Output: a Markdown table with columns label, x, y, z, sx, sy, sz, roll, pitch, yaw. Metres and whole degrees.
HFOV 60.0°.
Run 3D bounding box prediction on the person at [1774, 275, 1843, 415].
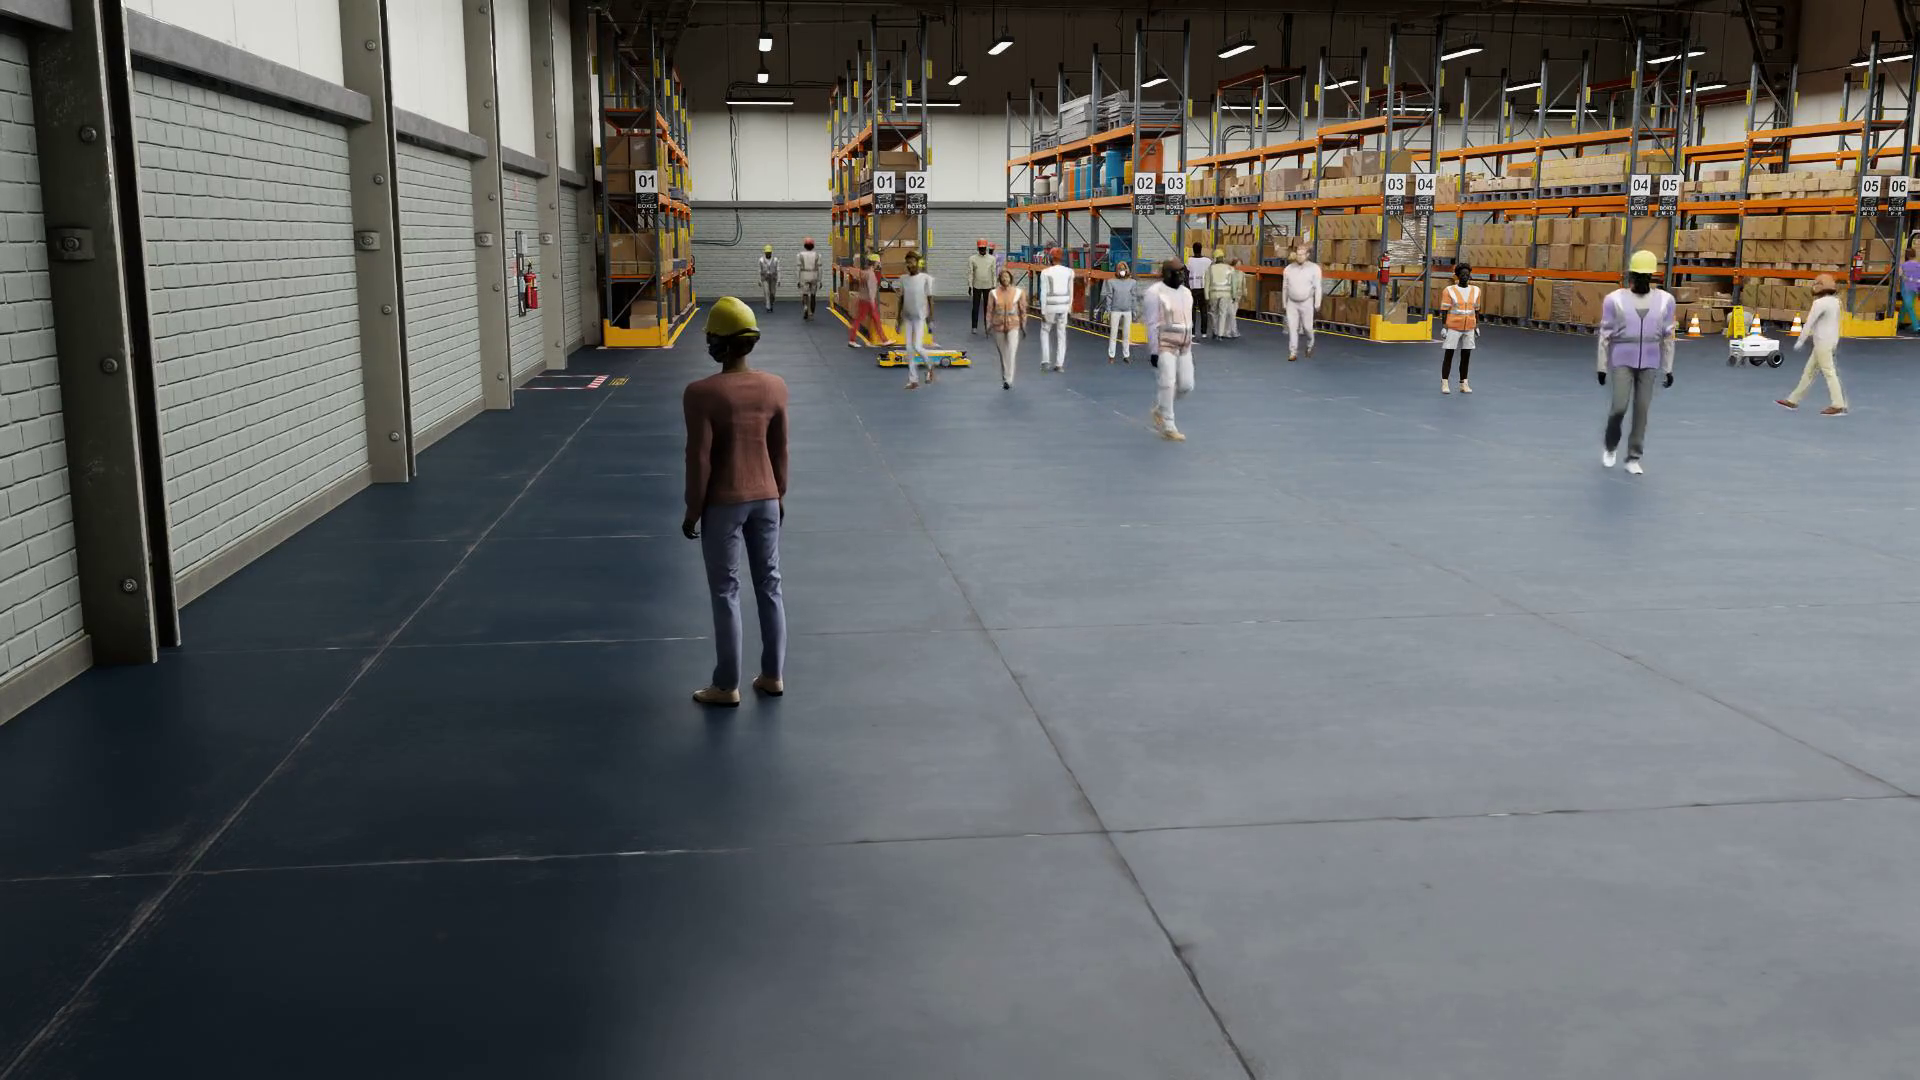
| label | x | y | z | sx | sy | sz | roll | pitch | yaw |
| --- | --- | --- | --- | --- | --- | --- | --- | --- | --- |
| person | 9.793 | -2.235 | 19.080 | 0.507 | 1.584 | 0.858 | -10 | 14 | -44 |

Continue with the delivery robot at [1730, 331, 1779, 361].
| label | x | y | z | sx | sy | sz | roll | pitch | yaw |
| --- | --- | --- | --- | --- | --- | --- | --- | --- | --- |
| delivery robot | 12.387 | -3.014 | 25.937 | 0.707 | 0.478 | 0.477 | -3 | 11 | -14 |

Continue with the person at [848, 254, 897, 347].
| label | x | y | z | sx | sy | sz | roll | pitch | yaw |
| --- | --- | --- | --- | --- | --- | --- | --- | --- | --- |
| person | -1.639 | -4.380 | 30.508 | 0.919 | 1.700 | 0.629 | 1 | 10 | 6 |

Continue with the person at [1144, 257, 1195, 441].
| label | x | y | z | sx | sy | sz | roll | pitch | yaw |
| --- | --- | --- | --- | --- | --- | --- | --- | --- | --- |
| person | 2.091 | -1.911 | 16.658 | 0.637 | 1.825 | 0.518 | -8 | 13 | -38 |

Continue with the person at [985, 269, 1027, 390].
| label | x | y | z | sx | sy | sz | roll | pitch | yaw |
| --- | --- | --- | --- | --- | --- | --- | --- | --- | --- |
| person | 0.607 | -2.814 | 22.222 | 0.538 | 1.588 | 0.876 | 2 | 11 | 10 |

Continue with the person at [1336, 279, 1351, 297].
| label | x | y | z | sx | sy | sz | roll | pitch | yaw |
| --- | --- | --- | --- | --- | --- | --- | --- | --- | --- |
| person | 10.623 | -7.281 | 46.031 | 0.515 | 1.852 | 0.446 | -2 | 10 | -8 |

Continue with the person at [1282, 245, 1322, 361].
| label | x | y | z | sx | sy | sz | roll | pitch | yaw |
| --- | --- | --- | --- | --- | --- | --- | --- | --- | --- |
| person | 5.621 | -3.896 | 27.370 | 0.650 | 1.888 | 0.654 | 5 | 11 | 23 |

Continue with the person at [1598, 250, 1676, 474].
| label | x | y | z | sx | sy | sz | roll | pitch | yaw |
| --- | --- | --- | --- | --- | --- | --- | --- | --- | --- |
| person | 5.791 | -1.510 | 14.235 | 0.599 | 1.911 | 0.431 | 1 | 10 | 7 |

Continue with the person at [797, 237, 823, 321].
| label | x | y | z | sx | sy | sz | roll | pitch | yaw |
| --- | --- | --- | --- | --- | --- | --- | --- | --- | --- |
| person | -3.626 | -6.295 | 40.148 | 0.625 | 2.031 | 0.507 | -1 | 10 | -4 |

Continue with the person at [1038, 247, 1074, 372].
| label | x | y | z | sx | sy | sz | roll | pitch | yaw |
| --- | --- | --- | --- | --- | --- | --- | --- | --- | --- |
| person | 1.421 | -3.466 | 25.074 | 0.587 | 1.868 | 0.584 | -4 | 11 | -20 |

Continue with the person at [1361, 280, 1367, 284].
| label | x | y | z | sx | sy | sz | roll | pitch | yaw |
| --- | --- | --- | --- | --- | --- | --- | --- | --- | --- |
| person | 12.290 | -8.063 | 50.080 | 0.635 | 1.936 | 0.354 | -1 | 10 | -7 |

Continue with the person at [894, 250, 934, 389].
| label | x | y | z | sx | sy | sz | roll | pitch | yaw |
| --- | --- | --- | --- | --- | --- | --- | --- | --- | --- |
| person | -0.603 | -2.942 | 22.258 | 0.506 | 1.848 | 0.447 | 6 | 12 | 30 |

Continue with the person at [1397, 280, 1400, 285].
| label | x | y | z | sx | sy | sz | roll | pitch | yaw |
| --- | --- | --- | --- | --- | --- | --- | --- | --- | --- |
| person | 13.853 | -8.479 | 52.281 | 0.957 | 1.954 | 0.639 | 6 | 12 | 29 |

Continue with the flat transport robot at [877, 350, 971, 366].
| label | x | y | z | sx | sy | sz | roll | pitch | yaw |
| --- | --- | --- | --- | --- | --- | --- | --- | --- | --- |
| flat transport robot | -0.576 | -2.871 | 26.185 | 1.431 | 0.197 | 0.652 | -1 | 10 | -7 |

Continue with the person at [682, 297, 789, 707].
| label | x | y | z | sx | sy | sz | roll | pitch | yaw |
| --- | --- | --- | --- | --- | --- | --- | --- | --- | --- |
| person | -0.971 | -0.161 | 7.223 | 0.530 | 1.772 | 0.303 | -9 | 14 | -41 |

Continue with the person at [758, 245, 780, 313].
| label | x | y | z | sx | sy | sz | roll | pitch | yaw |
| --- | --- | --- | --- | --- | --- | --- | --- | --- | --- |
| person | -5.127 | -7.003 | 44.619 | 0.602 | 1.809 | 0.700 | -2 | 11 | -12 |

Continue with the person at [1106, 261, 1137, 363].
| label | x | y | z | sx | sy | sz | roll | pitch | yaw |
| --- | --- | --- | --- | --- | --- | --- | --- | --- | --- |
| person | 2.596 | -3.655 | 26.745 | 0.507 | 1.632 | 0.264 | -1 | 10 | -7 |

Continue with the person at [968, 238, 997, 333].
| label | x | y | z | sx | sy | sz | roll | pitch | yaw |
| --- | --- | --- | --- | --- | --- | --- | --- | --- | --- |
| person | 0.472 | -5.334 | 34.960 | 0.622 | 1.992 | 0.394 | -1 | 10 | -7 |

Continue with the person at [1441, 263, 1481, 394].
| label | x | y | z | sx | sy | sz | roll | pitch | yaw |
| --- | --- | --- | --- | --- | --- | --- | --- | --- | --- |
| person | 6.479 | -2.736 | 21.534 | 0.540 | 1.695 | 0.317 | -1 | 10 | -7 |

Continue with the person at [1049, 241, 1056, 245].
| label | x | y | z | sx | sy | sz | roll | pitch | yaw |
| --- | --- | --- | --- | --- | --- | --- | --- | --- | --- |
| person | 2.653 | -7.701 | 48.194 | 0.520 | 1.902 | 0.646 | 10 | 14 | 44 |

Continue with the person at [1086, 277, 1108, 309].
| label | x | y | z | sx | sy | sz | roll | pitch | yaw |
| --- | --- | --- | --- | --- | --- | --- | --- | --- | --- |
| person | 3.553 | -6.716 | 43.117 | 0.524 | 1.793 | 1.005 | -2 | 10 | -8 |

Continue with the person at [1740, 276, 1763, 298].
| label | x | y | z | sx | sy | sz | roll | pitch | yaw |
| --- | --- | --- | --- | --- | --- | --- | --- | --- | --- |
| person | 19.071 | -6.162 | 40.032 | 0.634 | 1.809 | 0.922 | -1 | 10 | -7 |

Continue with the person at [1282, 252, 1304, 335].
| label | x | y | z | sx | sy | sz | roll | pitch | yaw |
| --- | --- | --- | --- | --- | --- | --- | --- | --- | --- |
| person | 6.960 | -5.130 | 34.624 | 0.492 | 1.717 | 0.803 | -2 | 10 | -10 |

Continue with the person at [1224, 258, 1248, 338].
| label | x | y | z | sx | sy | sz | roll | pitch | yaw |
| --- | --- | --- | --- | --- | --- | --- | --- | --- | --- |
| person | 5.512 | -4.808 | 33.128 | 0.518 | 1.599 | 0.811 | -6 | 12 | -29 |

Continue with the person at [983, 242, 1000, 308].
| label | x | y | z | sx | sy | sz | roll | pitch | yaw |
| --- | --- | --- | --- | --- | --- | --- | --- | --- | --- |
| person | 0.892 | -7.652 | 47.969 | 0.555 | 1.902 | 0.876 | 2 | 11 | 13 |

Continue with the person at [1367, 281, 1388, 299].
| label | x | y | z | sx | sy | sz | roll | pitch | yaw |
| --- | --- | --- | --- | --- | --- | --- | --- | --- | --- |
| person | 10.250 | -6.233 | 40.866 | 0.529 | 1.642 | 0.918 | 0 | 10 | 1 |

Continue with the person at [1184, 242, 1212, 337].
| label | x | y | z | sx | sy | sz | roll | pitch | yaw |
| --- | --- | --- | --- | --- | --- | --- | --- | --- | --- |
| person | 4.799 | -5.054 | 33.651 | 0.589 | 1.915 | 0.398 | -1 | 10 | -7 |

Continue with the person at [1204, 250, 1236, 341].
| label | x | y | z | sx | sy | sz | roll | pitch | yaw |
| --- | --- | --- | --- | --- | --- | --- | --- | --- | --- |
| person | 5.095 | -4.784 | 32.564 | 0.607 | 1.773 | 0.948 | 2 | 11 | 11 |

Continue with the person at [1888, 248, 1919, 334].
| label | x | y | z | sx | sy | sz | roll | pitch | yaw |
| --- | --- | --- | --- | --- | --- | --- | --- | --- | --- |
| person | 19.828 | -5.204 | 34.842 | 0.582 | 1.778 | 1.021 | -3 | 11 | -15 |
